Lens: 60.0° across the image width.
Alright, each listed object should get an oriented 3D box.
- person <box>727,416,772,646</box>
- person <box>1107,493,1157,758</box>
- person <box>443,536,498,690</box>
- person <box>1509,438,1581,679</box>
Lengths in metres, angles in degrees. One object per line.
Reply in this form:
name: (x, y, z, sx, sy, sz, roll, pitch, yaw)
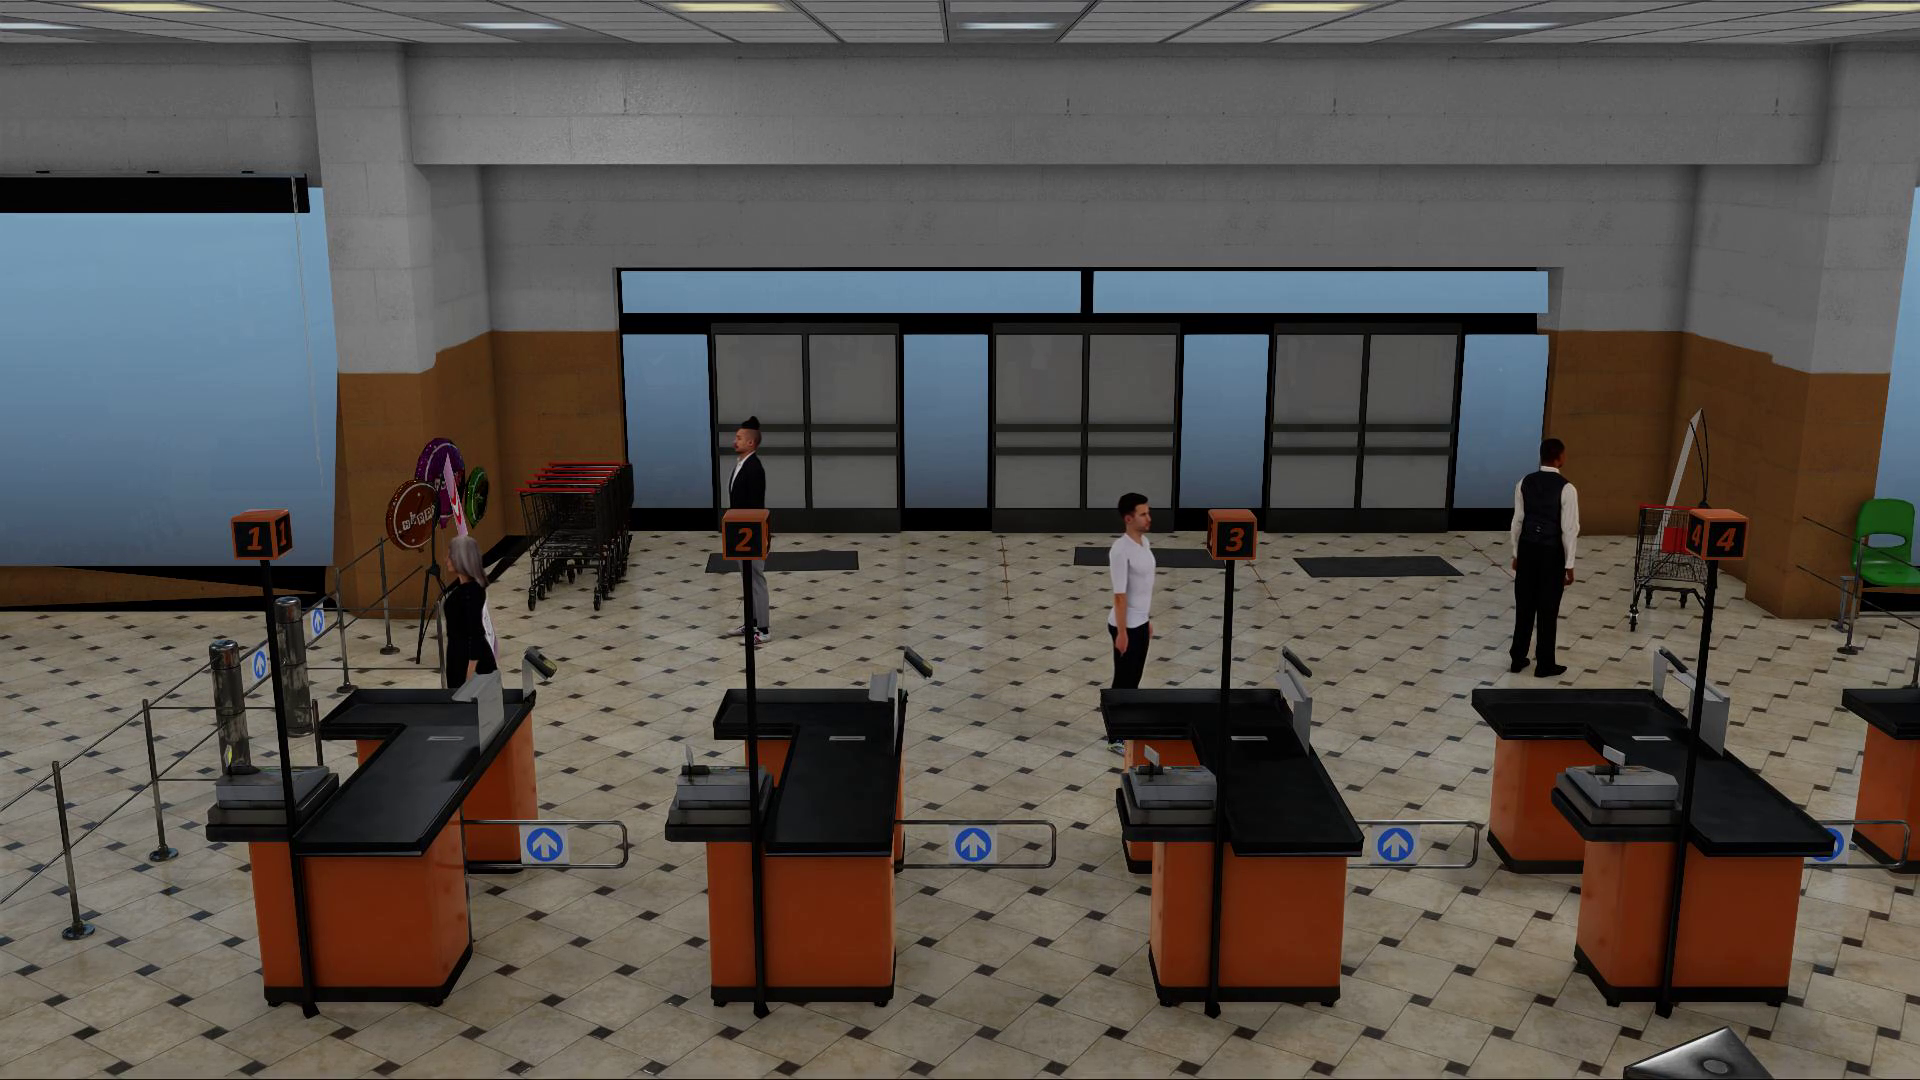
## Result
person: (-1.783, -0.092, 14.183, 0.848, 1.950, 0.693, -6, 15, -23)
person: (1.192, 0.574, 11.649, 0.806, 1.851, 0.681, 7, 16, 28)
person: (-3.193, 0.822, 10.848, 0.747, 1.746, 0.631, -6, 15, -22)
person: (4.663, 0.131, 13.335, 0.832, 1.917, 0.765, -13, 19, -42)
